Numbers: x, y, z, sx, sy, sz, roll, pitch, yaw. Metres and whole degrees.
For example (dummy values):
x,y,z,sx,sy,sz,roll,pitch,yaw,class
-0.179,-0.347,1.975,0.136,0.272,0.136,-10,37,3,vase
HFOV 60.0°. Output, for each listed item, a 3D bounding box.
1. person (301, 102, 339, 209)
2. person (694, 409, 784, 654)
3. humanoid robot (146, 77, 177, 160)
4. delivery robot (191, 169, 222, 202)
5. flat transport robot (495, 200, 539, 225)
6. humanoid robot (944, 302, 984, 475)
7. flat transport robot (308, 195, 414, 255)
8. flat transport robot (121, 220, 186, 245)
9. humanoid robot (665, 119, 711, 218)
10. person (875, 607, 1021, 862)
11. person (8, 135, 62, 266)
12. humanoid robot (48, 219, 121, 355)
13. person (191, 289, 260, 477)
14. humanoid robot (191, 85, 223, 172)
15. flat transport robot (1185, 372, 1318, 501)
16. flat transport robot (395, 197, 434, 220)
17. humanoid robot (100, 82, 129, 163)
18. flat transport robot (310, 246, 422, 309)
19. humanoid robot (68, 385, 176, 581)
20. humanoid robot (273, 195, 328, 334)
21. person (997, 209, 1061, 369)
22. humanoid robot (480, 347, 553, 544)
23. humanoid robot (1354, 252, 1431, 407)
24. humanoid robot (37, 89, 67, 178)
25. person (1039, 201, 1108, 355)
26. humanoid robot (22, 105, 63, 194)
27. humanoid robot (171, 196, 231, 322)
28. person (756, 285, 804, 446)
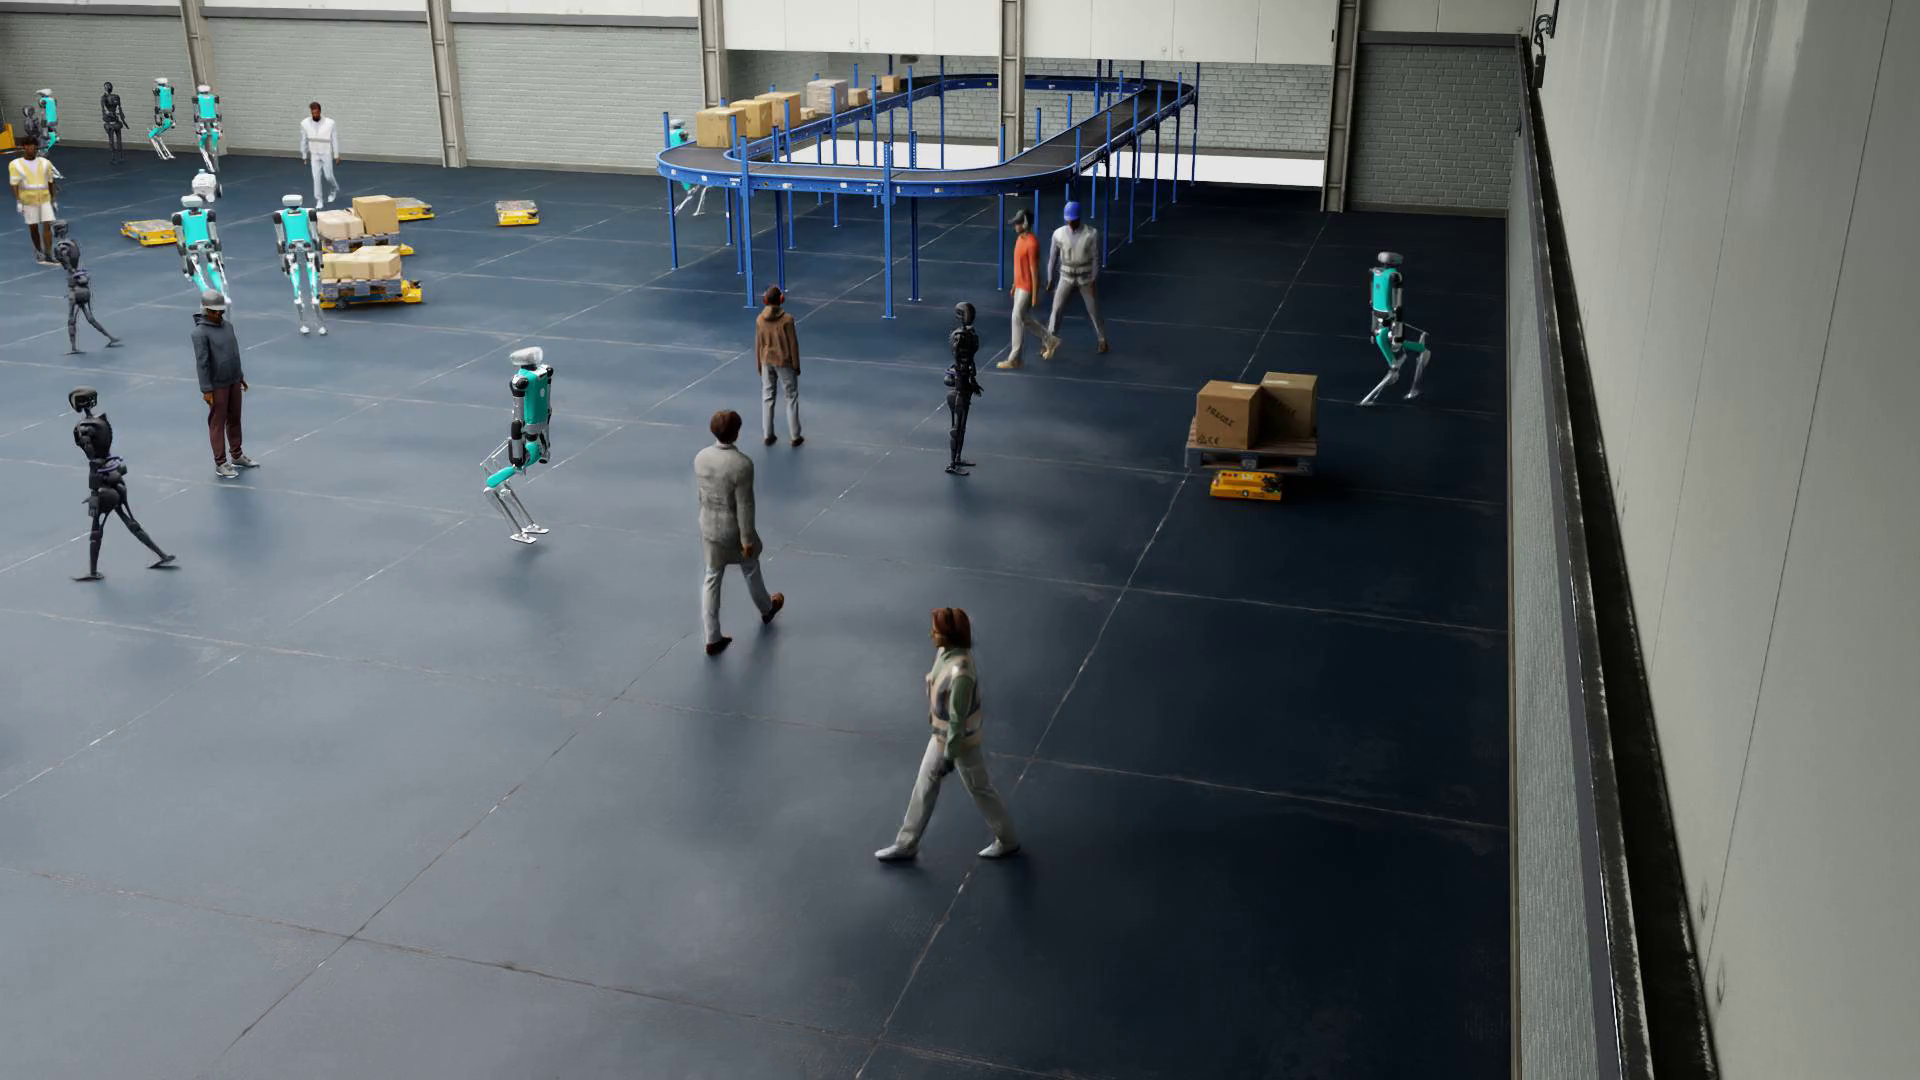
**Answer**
x,y,z,sx,sy,sz,roll,pitch,yaw,class
-11.517,-6.959,29.981,0.662,1.889,0.615,-2,21,-6,person
-1.676,-0.113,12.360,0.541,1.784,0.931,9,23,22,person
-16.806,-8.834,34.865,0.735,1.677,0.533,6,22,16,humanoid robot
-13.987,-6.567,30.777,0.505,0.569,0.741,-7,22,-17,delivery robot
-7.730,-5.703,28.970,0.659,0.231,1.431,-7,22,-17,flat transport robot
0.032,-1.483,16.052,0.315,1.654,0.599,6,22,16,humanoid robot
-9.345,-4.511,25.877,1.431,0.231,0.659,-15,26,-34,flat transport robot
-13.214,-5.047,27.267,0.659,0.231,1.431,-17,27,-37,flat transport robot
-4.682,-6.369,28.632,0.556,1.737,0.987,19,28,40,humanoid robot
-0.031,1.120,9.421,0.854,1.591,0.530,-5,22,-13,person
-13.951,-5.126,25.136,0.570,1.929,0.651,19,28,41,person
-10.777,-3.119,20.362,0.659,1.625,0.612,-8,22,-19,humanoid robot
-7.078,-1.520,15.977,0.374,1.807,0.555,6,22,16,person
-15.239,-8.235,33.653,0.542,1.902,0.705,-17,27,-37,humanoid robot
2.796,-0.706,16.009,0.659,0.231,1.431,4,22,11,flat transport robot
-9.820,-5.833,29.307,0.659,0.231,1.431,-14,25,-32,flat transport robot
-17.829,-8.807,35.048,0.315,1.654,0.599,6,22,16,humanoid robot
-8.204,-3.403,23.005,1.431,0.231,0.659,-6,22,-16,flat transport robot
-6.932,-0.475,13.520,0.781,1.628,0.609,-5,22,-13,humanoid robot
-8.299,-3.441,20.977,0.532,1.735,0.726,-7,22,-18,humanoid robot
0.835,-2.974,19.650,0.773,1.892,0.486,-6,22,-14,person
-3.792,-0.819,14.074,0.735,1.677,0.533,6,22,16,humanoid robot
4.810,-2.268,18.094,1.044,1.767,0.551,-8,22,-19,humanoid robot
-18.103,-7.999,32.817,0.681,1.747,0.545,0,21,-1,humanoid robot
1.384,-3.173,20.172,0.802,1.892,0.555,5,22,13,person
-17.350,-7.315,31.231,0.594,1.646,0.610,13,25,31,humanoid robot
-9.481,-3.422,21.002,0.541,1.763,0.802,-19,28,-41,humanoid robot
-1.851,-1.757,16.830,0.471,1.638,0.331,7,22,17,person
